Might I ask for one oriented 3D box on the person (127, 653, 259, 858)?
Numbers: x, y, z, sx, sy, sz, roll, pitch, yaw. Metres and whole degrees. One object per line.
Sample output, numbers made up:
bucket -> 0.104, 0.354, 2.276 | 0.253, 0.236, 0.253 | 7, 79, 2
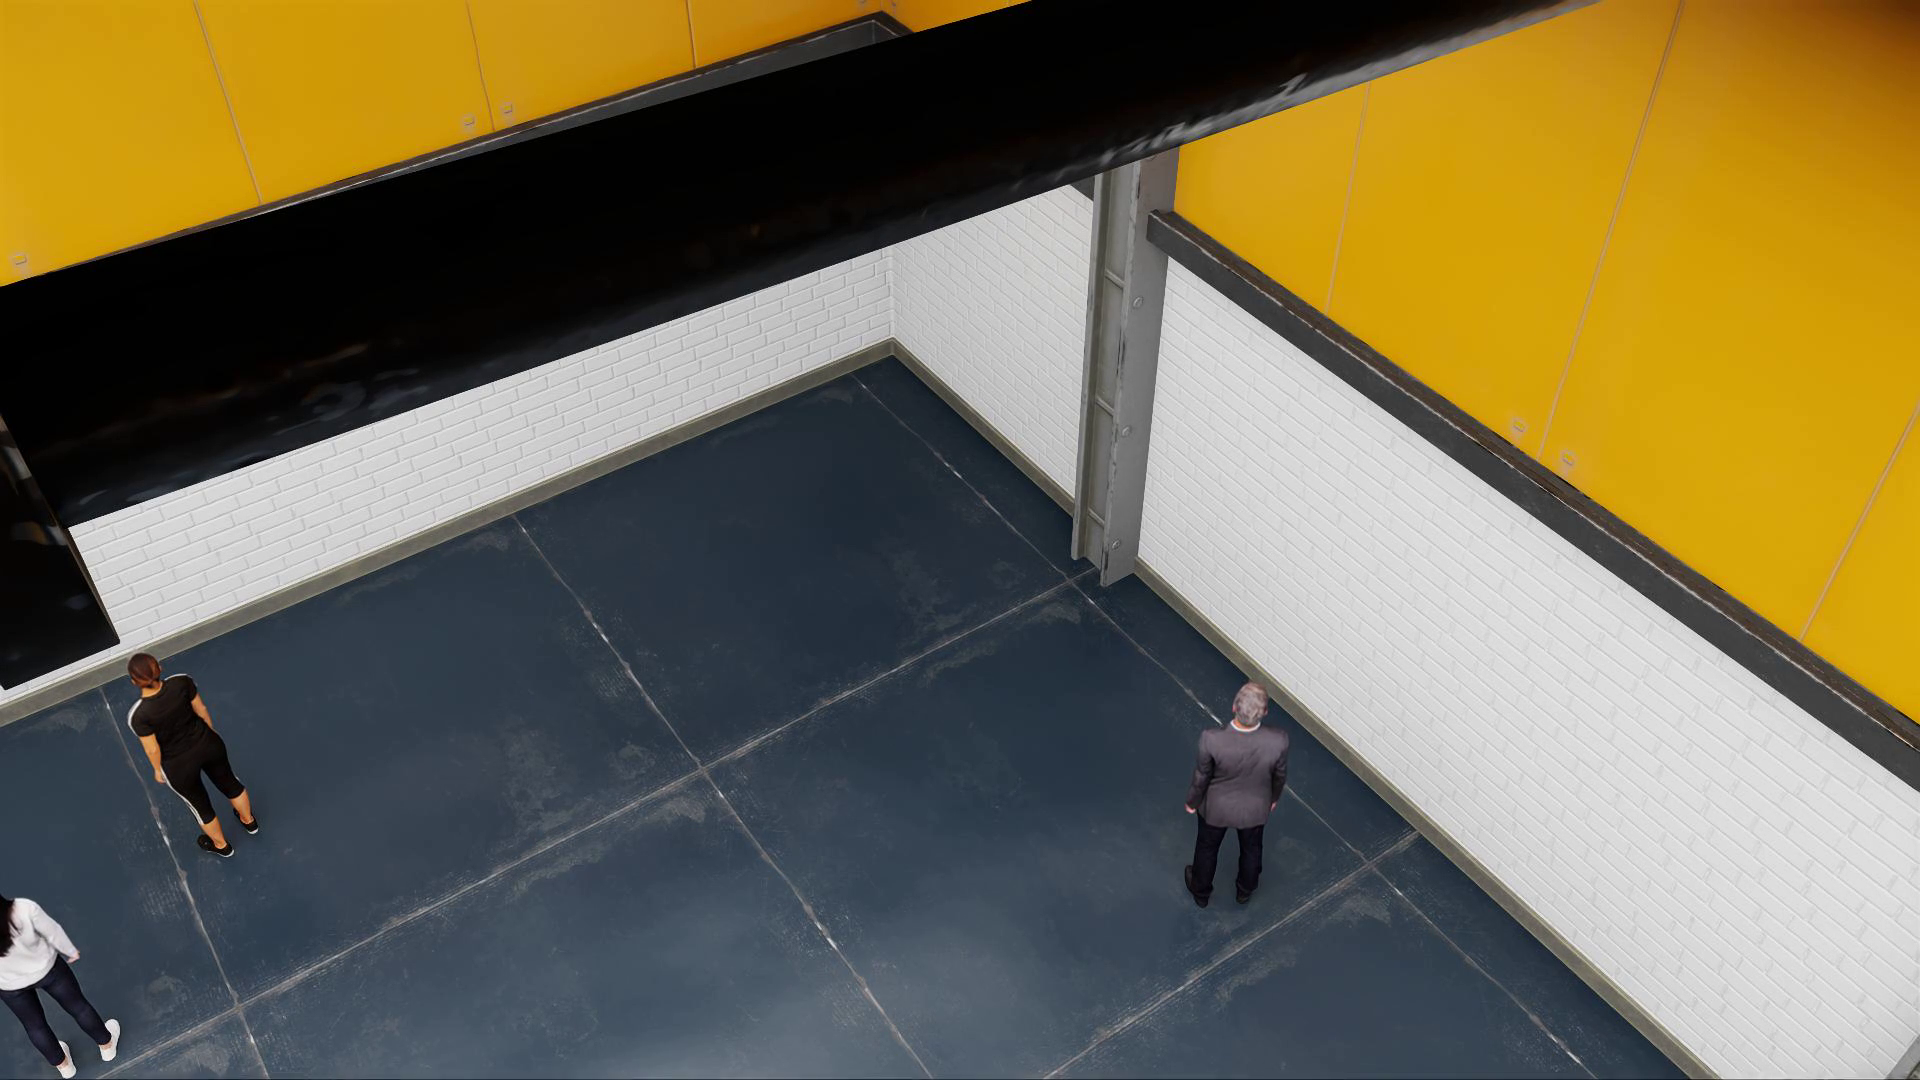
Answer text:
person -> -4.533, 1.248, 9.775 | 0.635, 1.668, 0.652 | 25, 49, 24

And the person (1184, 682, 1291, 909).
person -> 1.558, 1.458, 9.429 | 0.813, 1.842, 0.824 | -1, 44, -1

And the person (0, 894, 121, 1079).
person -> -4.884, 2.257, 8.693 | 0.639, 1.700, 0.571 | -21, 47, -20
